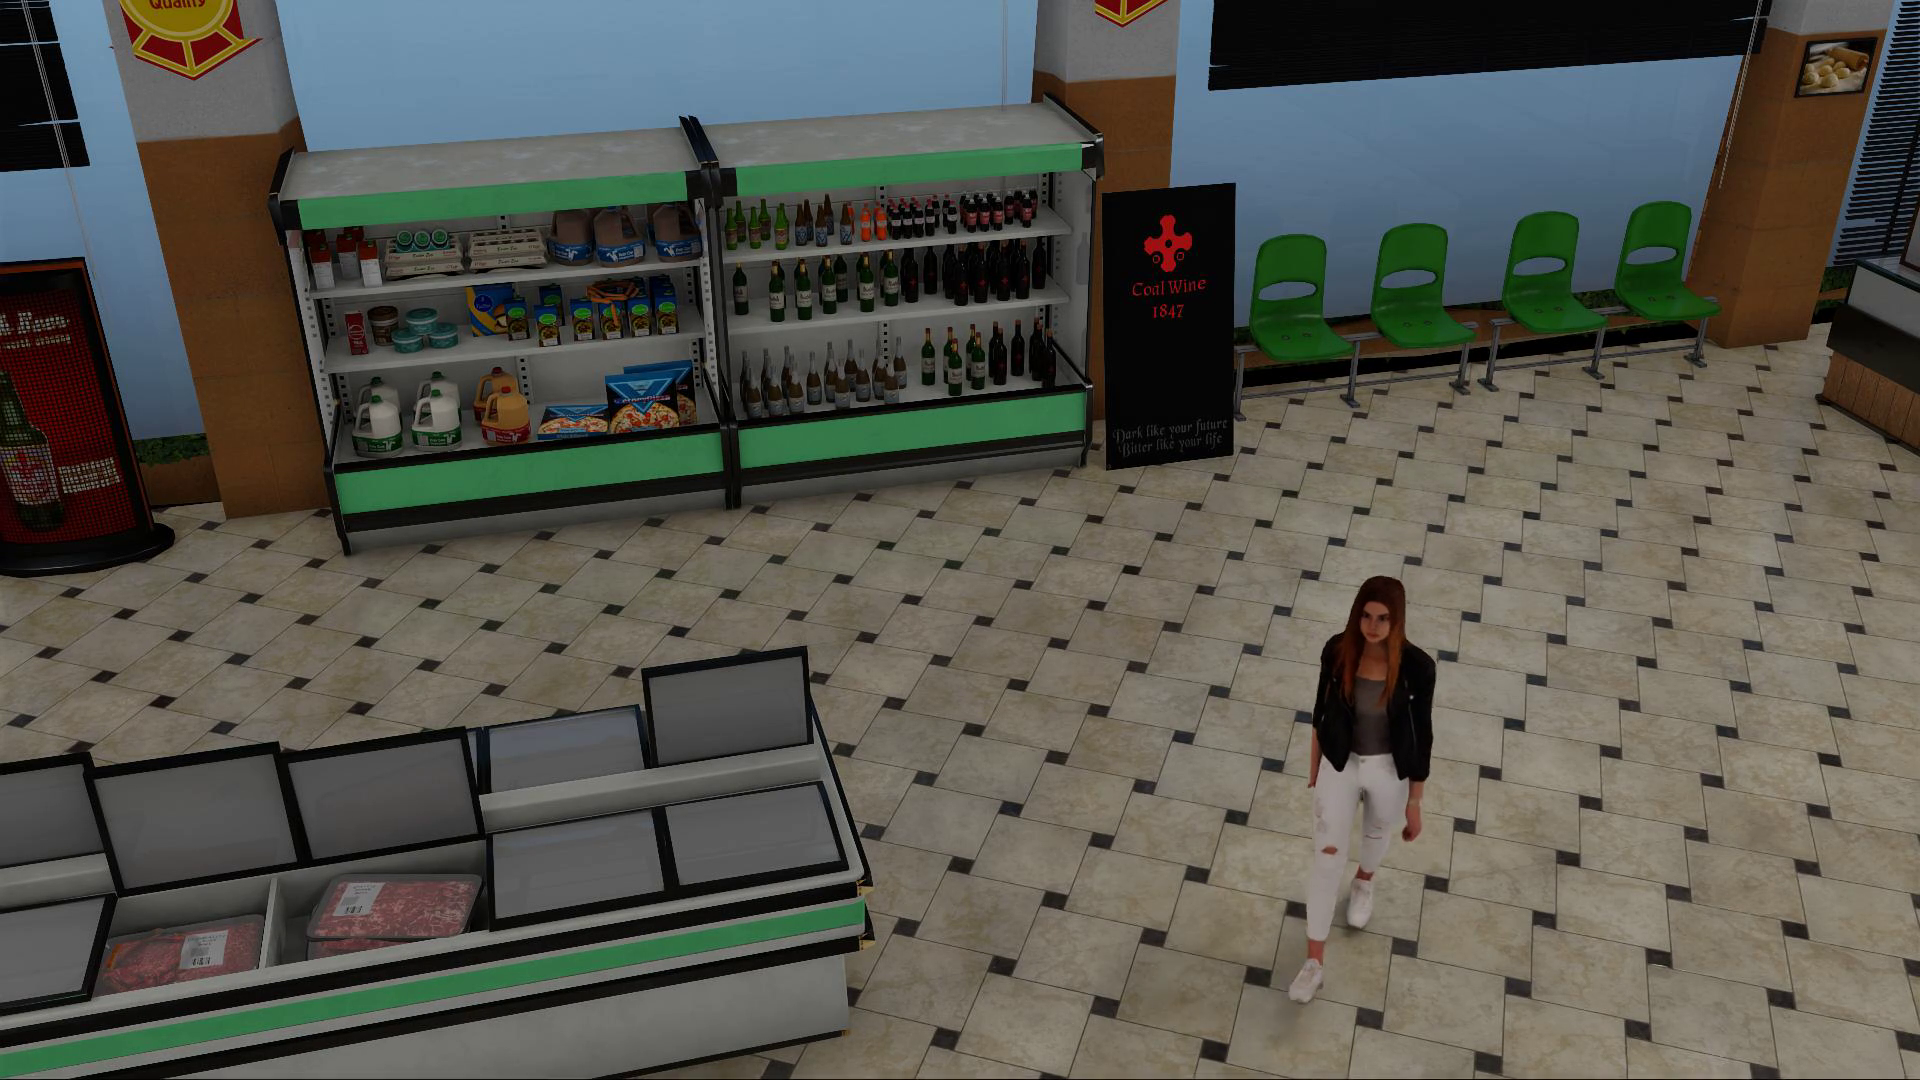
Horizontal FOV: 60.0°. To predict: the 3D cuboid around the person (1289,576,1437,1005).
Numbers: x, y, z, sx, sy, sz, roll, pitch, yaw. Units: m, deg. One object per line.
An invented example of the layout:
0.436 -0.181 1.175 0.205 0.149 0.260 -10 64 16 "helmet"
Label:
1.540 0.851 6.236 1.119 1.662 1.098 11 31 19 "person"
